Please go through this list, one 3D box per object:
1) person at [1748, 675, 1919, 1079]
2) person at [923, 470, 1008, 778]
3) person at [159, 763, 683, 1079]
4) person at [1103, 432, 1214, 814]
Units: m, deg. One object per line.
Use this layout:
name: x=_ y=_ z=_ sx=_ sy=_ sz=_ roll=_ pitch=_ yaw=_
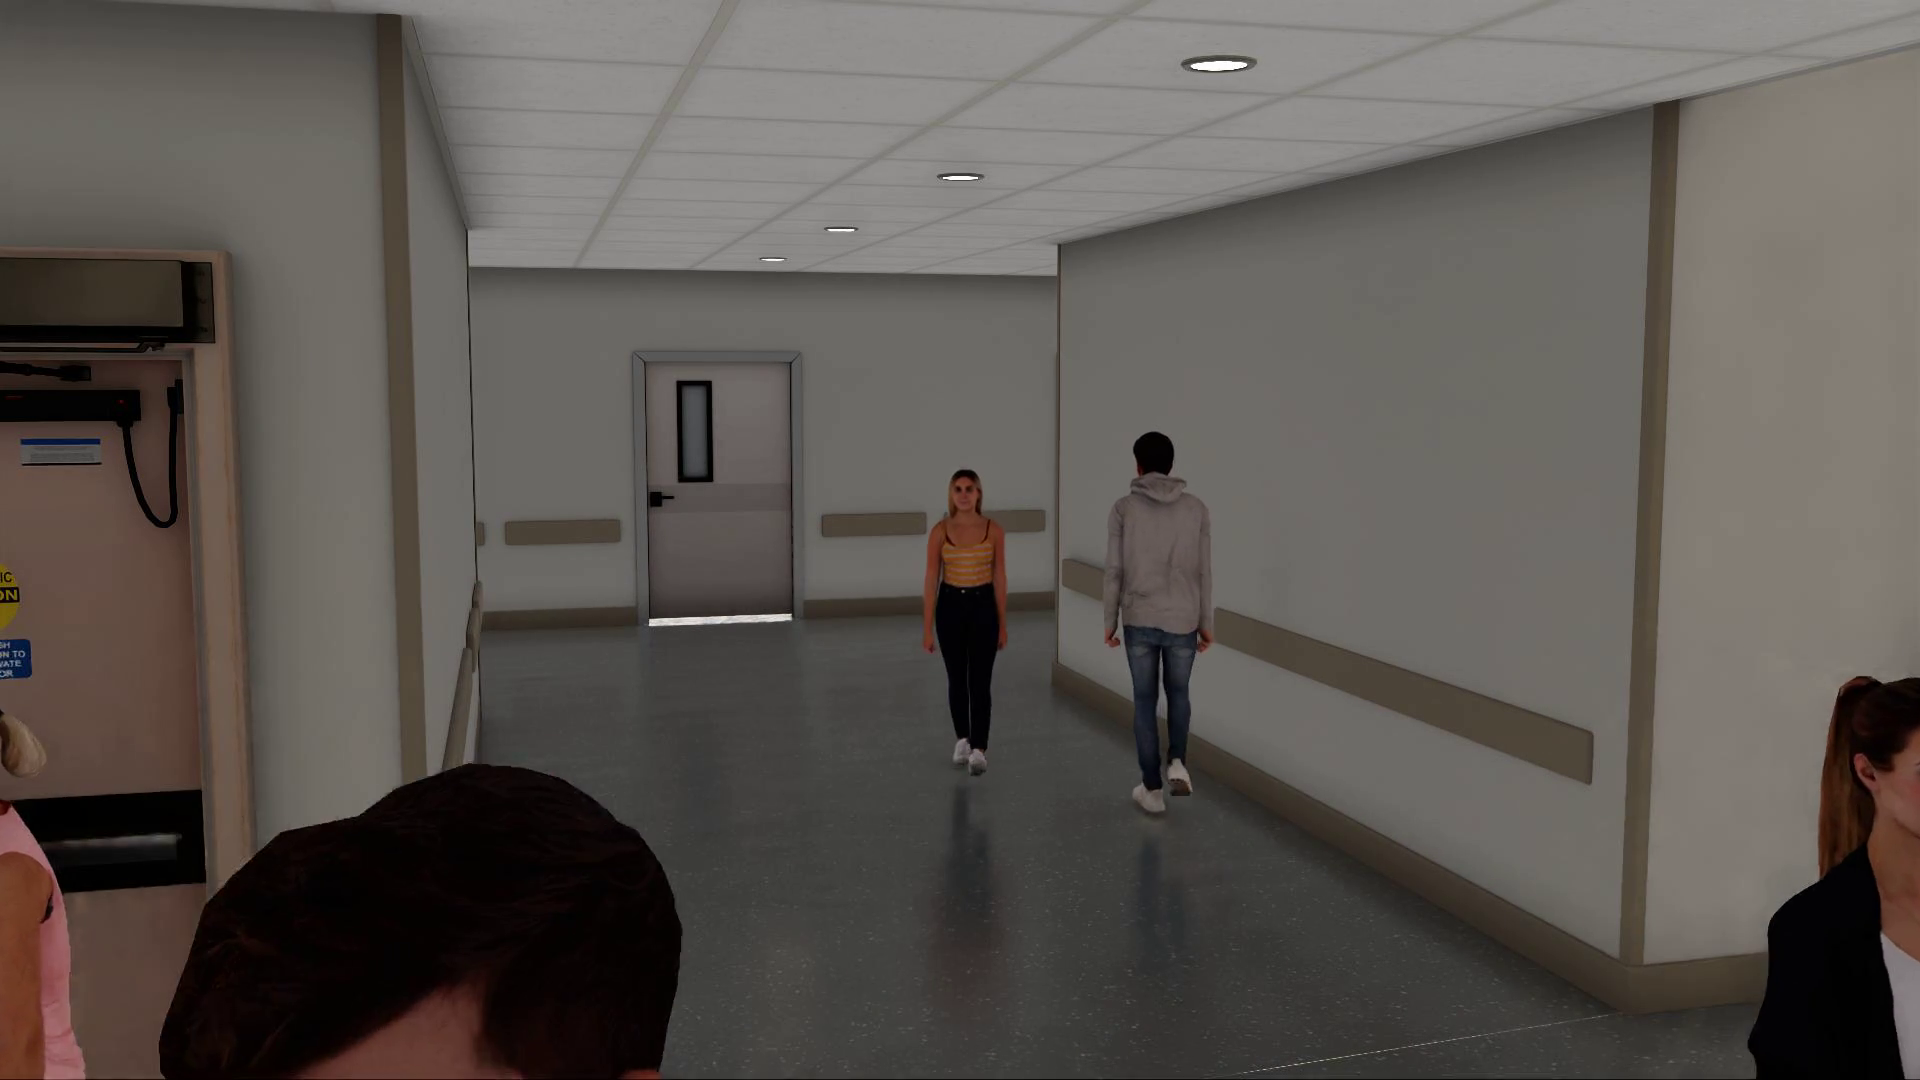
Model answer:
person: x=1.388 y=1.038 z=2.607 sx=0.867 sy=1.668 sz=0.701 roll=-1 pitch=6 yaw=-12
person: x=0.034 y=0.440 z=8.918 sx=1.053 sy=1.595 sz=0.876 roll=0 pitch=6 yaw=3
person: x=-0.136 y=1.077 z=1.004 sx=1.193 sy=1.912 sz=1.069 roll=1 pitch=6 yaw=12
person: x=0.976 y=0.412 z=7.980 sx=0.690 sy=1.839 sz=0.801 roll=-1 pitch=6 yaw=-5
